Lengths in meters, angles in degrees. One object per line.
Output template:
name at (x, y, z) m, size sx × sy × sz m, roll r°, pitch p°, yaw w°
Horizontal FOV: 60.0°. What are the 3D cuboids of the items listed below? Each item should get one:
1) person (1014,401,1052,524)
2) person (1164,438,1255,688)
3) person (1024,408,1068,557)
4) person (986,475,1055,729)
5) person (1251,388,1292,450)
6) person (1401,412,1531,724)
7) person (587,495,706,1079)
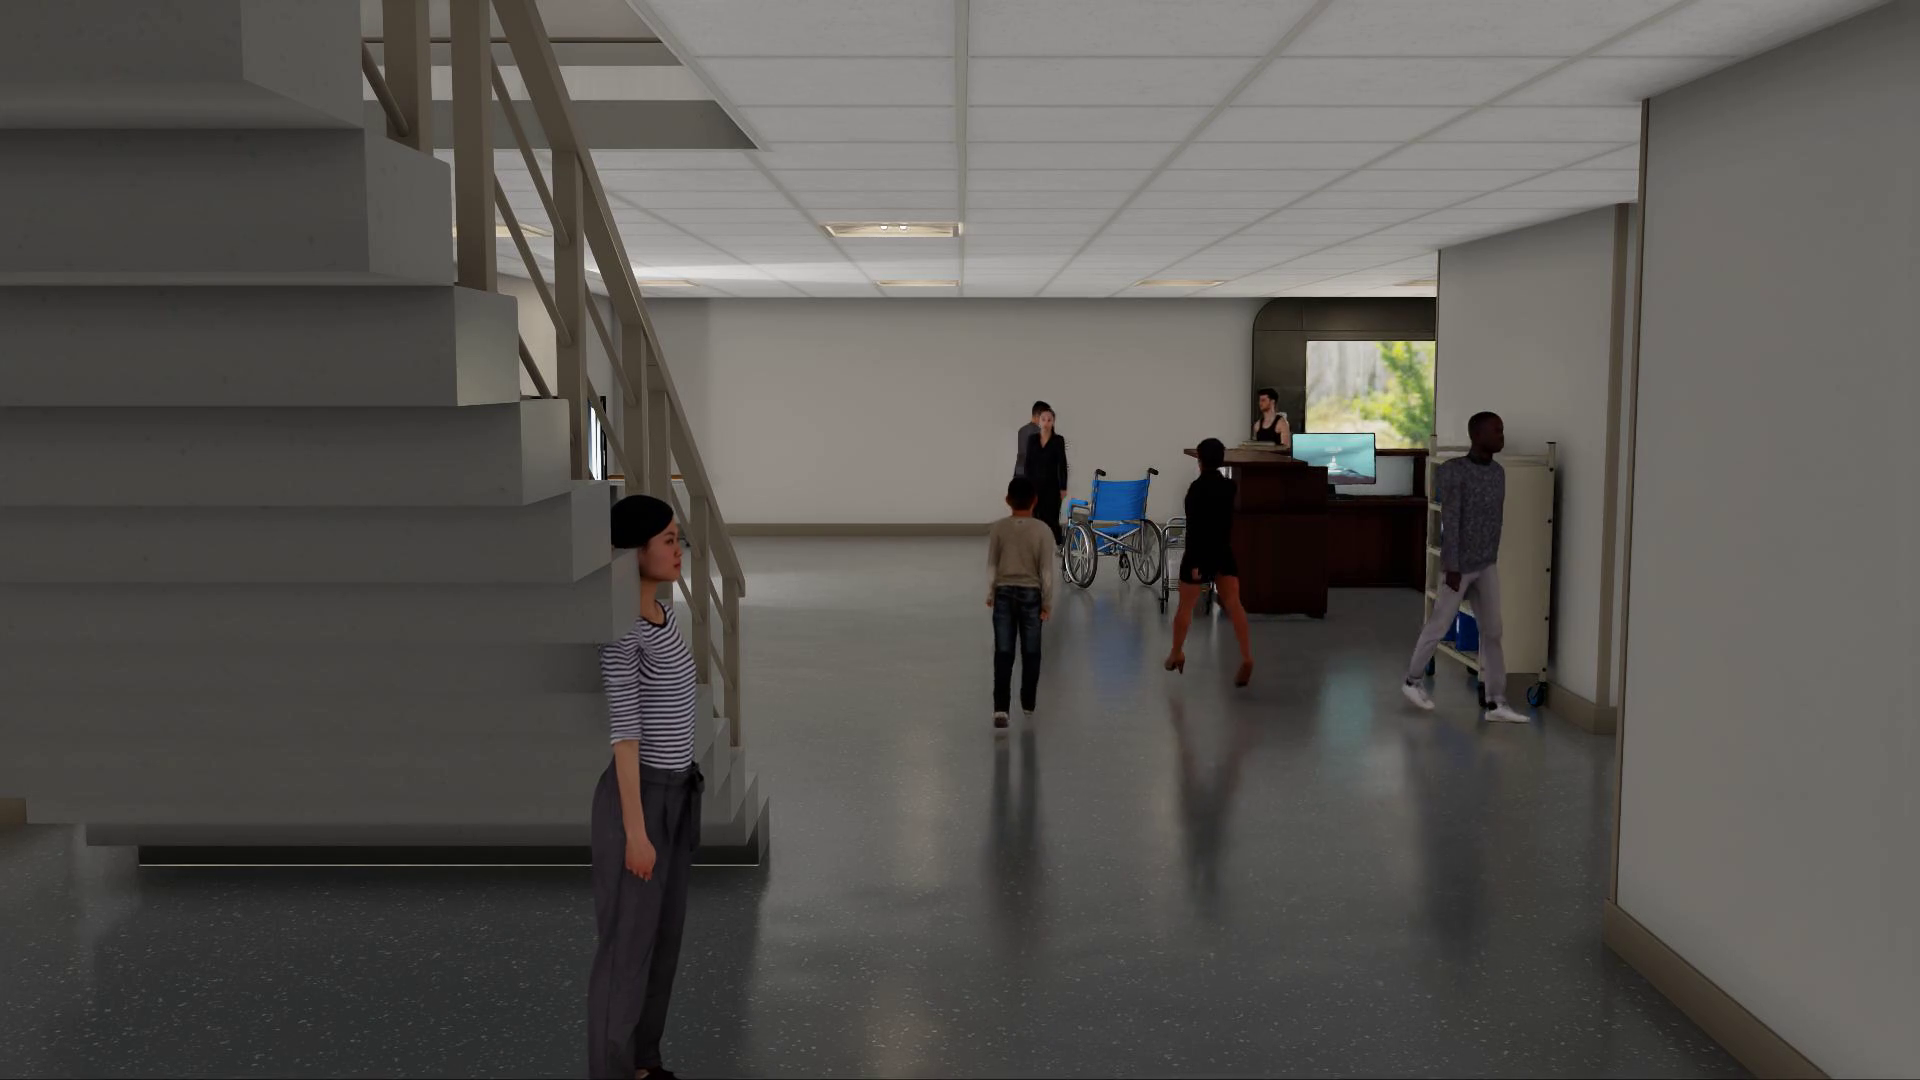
person at (0.691, -0.610, 17.886) m, size 0.898 × 1.739 × 0.805 m, roll -5°, pitch 8°, yaw -41°
person at (1.678, 0.194, 10.682) m, size 0.890 × 1.580 × 1.158 m, roll -3°, pitch 7°, yaw -28°
person at (0.881, -0.473, 16.783) m, size 0.810 × 1.688 × 1.046 m, roll 2°, pitch 6°, yaw 22°
person at (0.318, 0.373, 9.595) m, size 0.621 × 1.442 × 1.024 m, roll 1°, pitch 6°, yaw 6°
person at (3.521, -0.728, 18.474) m, size 1.092 × 1.856 × 1.112 m, roll -4°, pitch 7°, yaw -32°
person at (2.923, 0.170, 9.828) m, size 1.076 × 1.799 × 1.316 m, roll -3°, pitch 6°, yaw -27°
person at (-0.874, 0.739, 4.509) m, size 0.684 × 1.732 × 0.494 m, roll 1°, pitch 6°, yaw 8°
